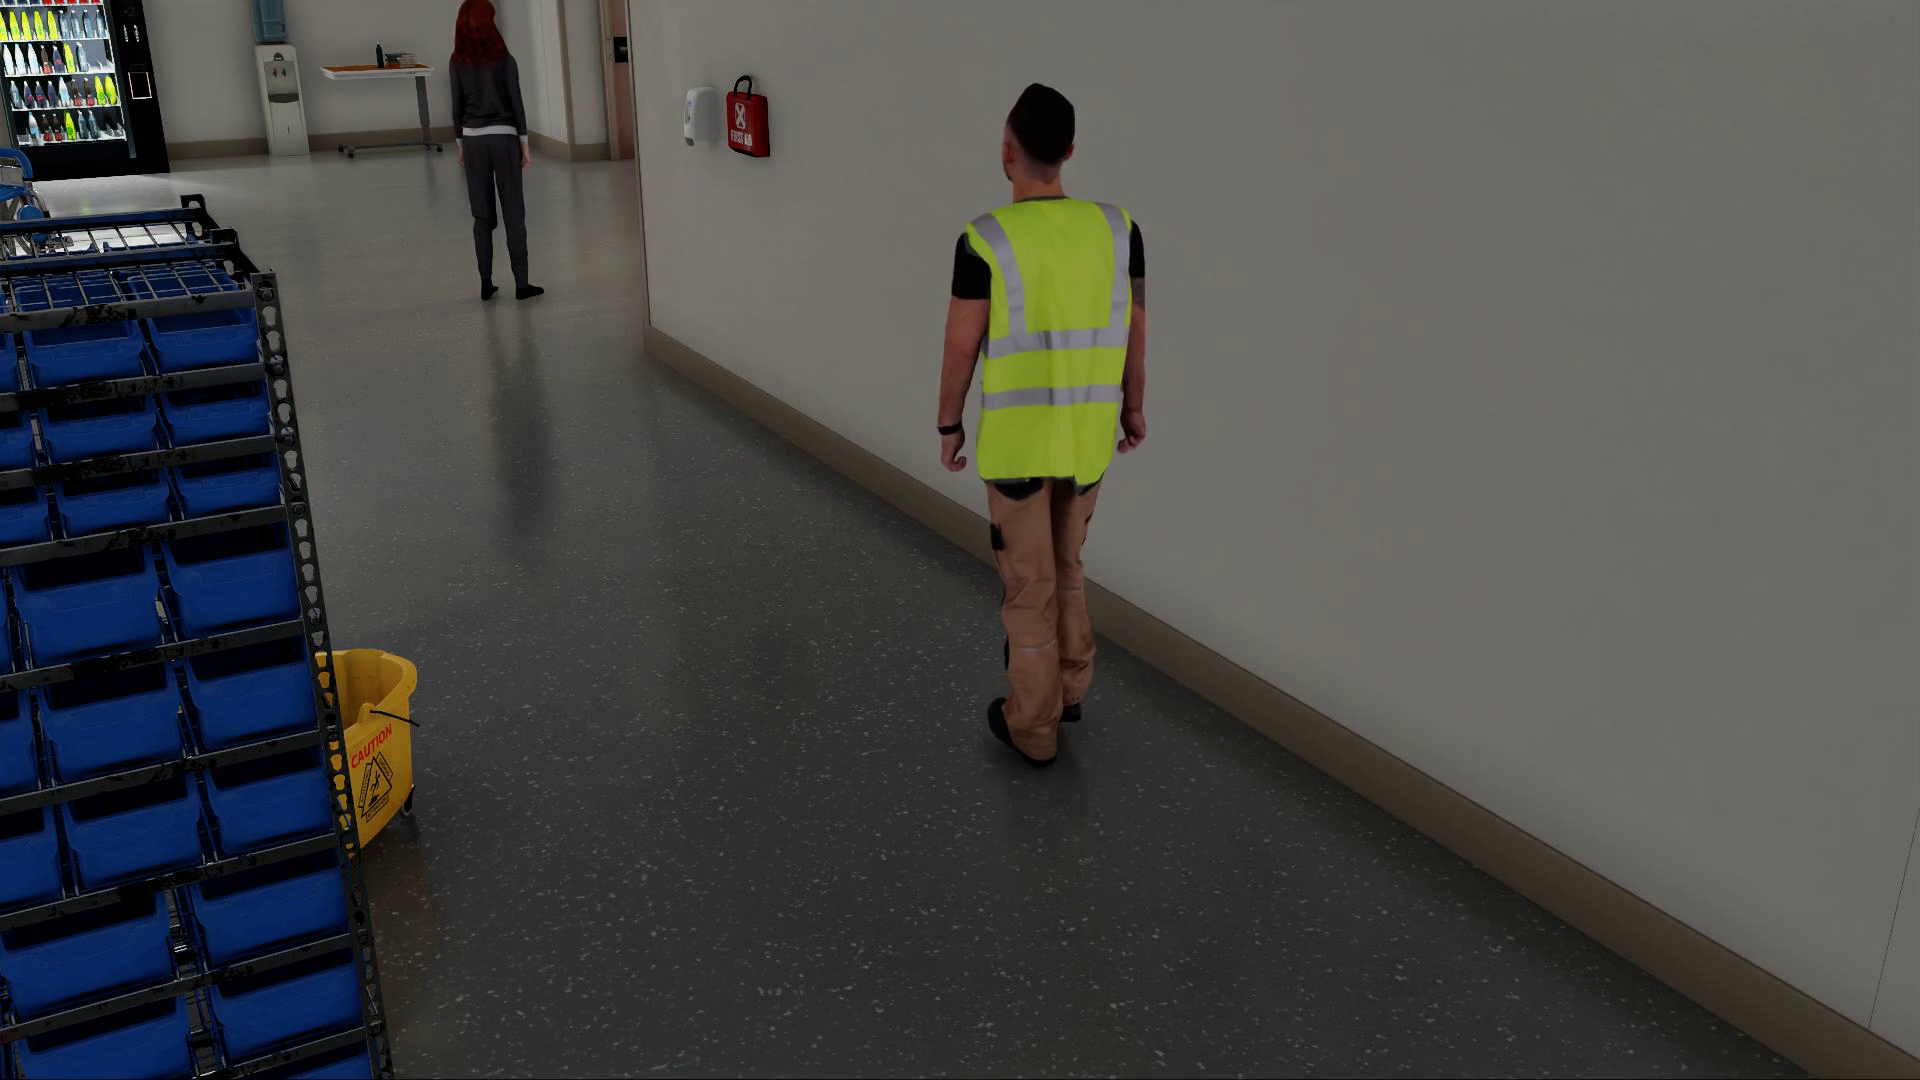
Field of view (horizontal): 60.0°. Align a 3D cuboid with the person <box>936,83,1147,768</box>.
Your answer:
[{"bbox_3d":[0.253,-0.244,4.381,0.698,1.835,0.799,-9,23,-23],"label":"person"}]

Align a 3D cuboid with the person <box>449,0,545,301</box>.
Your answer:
[{"bbox_3d":[-2.810,-2.336,9.984,0.620,1.779,0.717,2,21,6],"label":"person"}]
